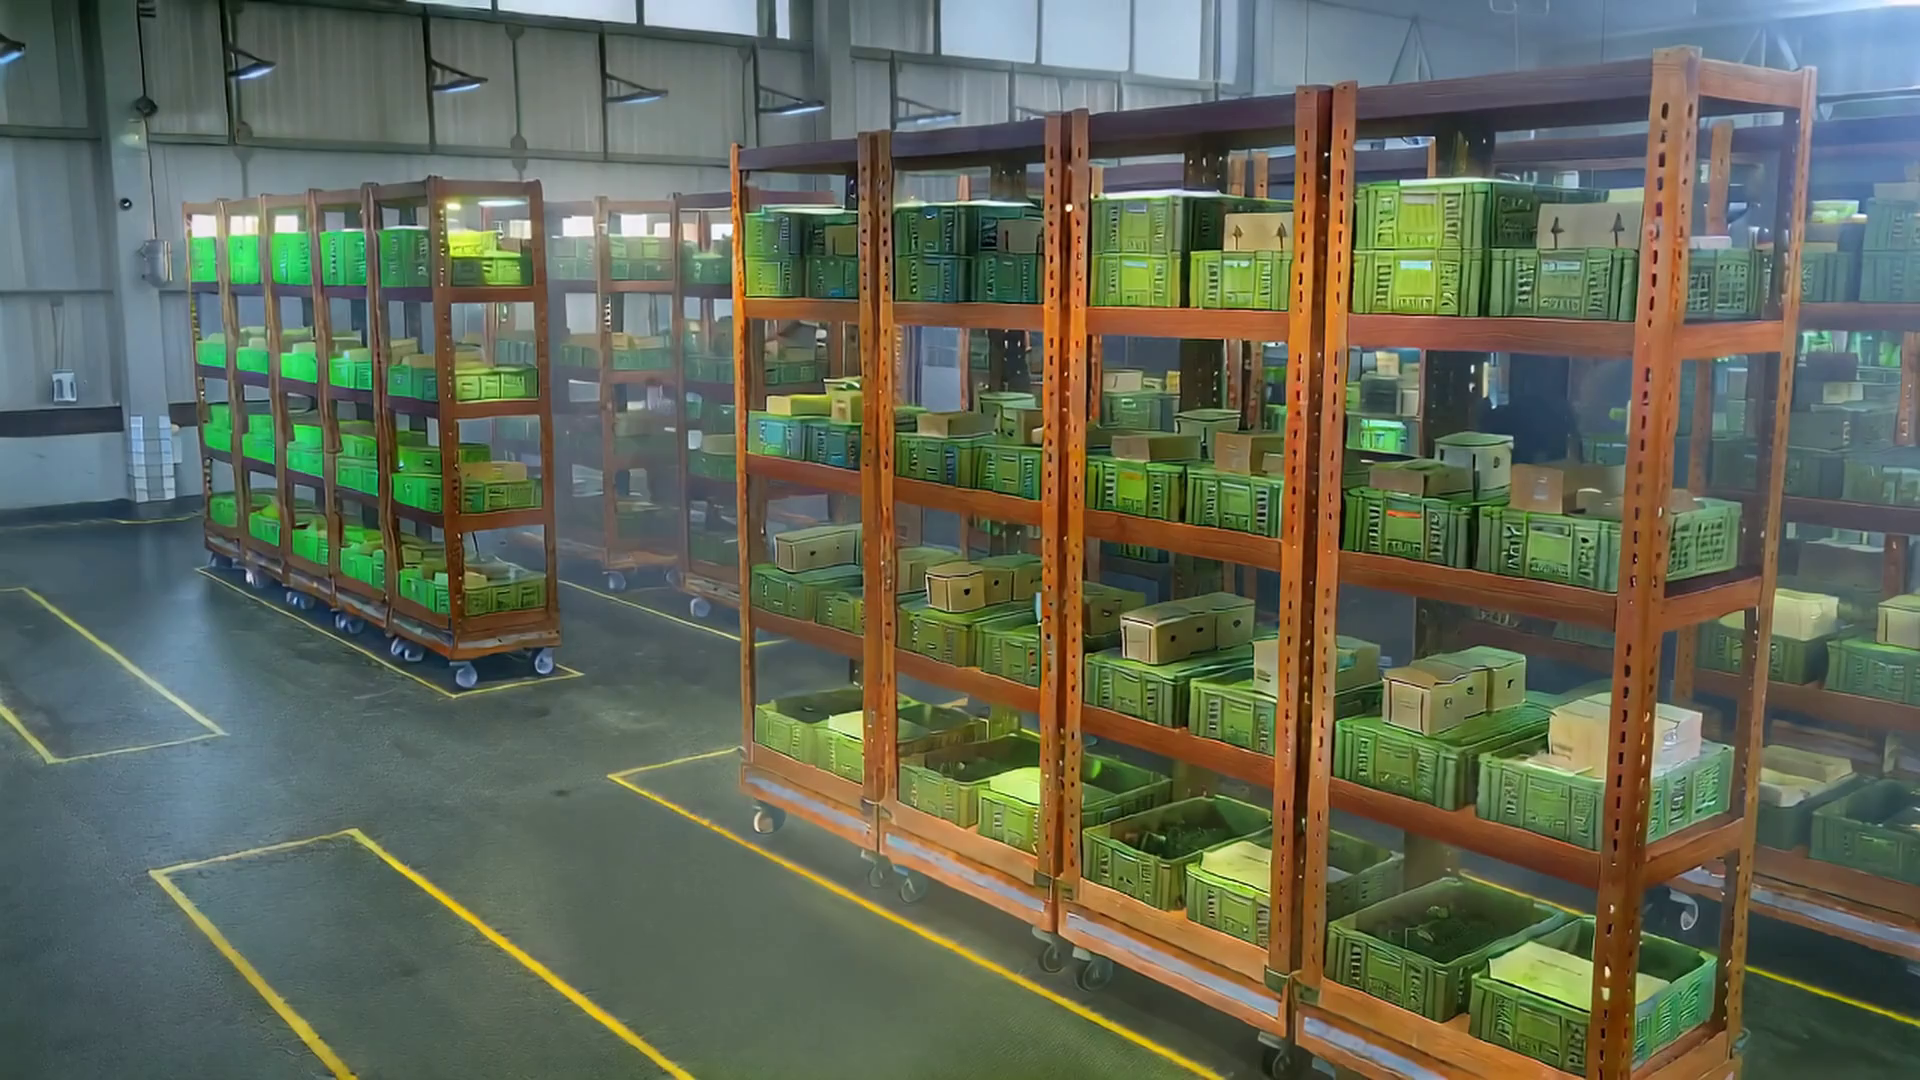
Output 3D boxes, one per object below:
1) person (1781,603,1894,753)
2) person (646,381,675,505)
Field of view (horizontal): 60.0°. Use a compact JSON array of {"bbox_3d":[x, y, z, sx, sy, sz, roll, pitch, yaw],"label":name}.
[{"bbox_3d":[5.557,0.404,10.410,0.875,1.791,0.622,6,11,34],"label":"person"},{"bbox_3d":[-3.611,-1.279,20.470,0.574,1.830,0.595,9,13,43],"label":"person"}]
